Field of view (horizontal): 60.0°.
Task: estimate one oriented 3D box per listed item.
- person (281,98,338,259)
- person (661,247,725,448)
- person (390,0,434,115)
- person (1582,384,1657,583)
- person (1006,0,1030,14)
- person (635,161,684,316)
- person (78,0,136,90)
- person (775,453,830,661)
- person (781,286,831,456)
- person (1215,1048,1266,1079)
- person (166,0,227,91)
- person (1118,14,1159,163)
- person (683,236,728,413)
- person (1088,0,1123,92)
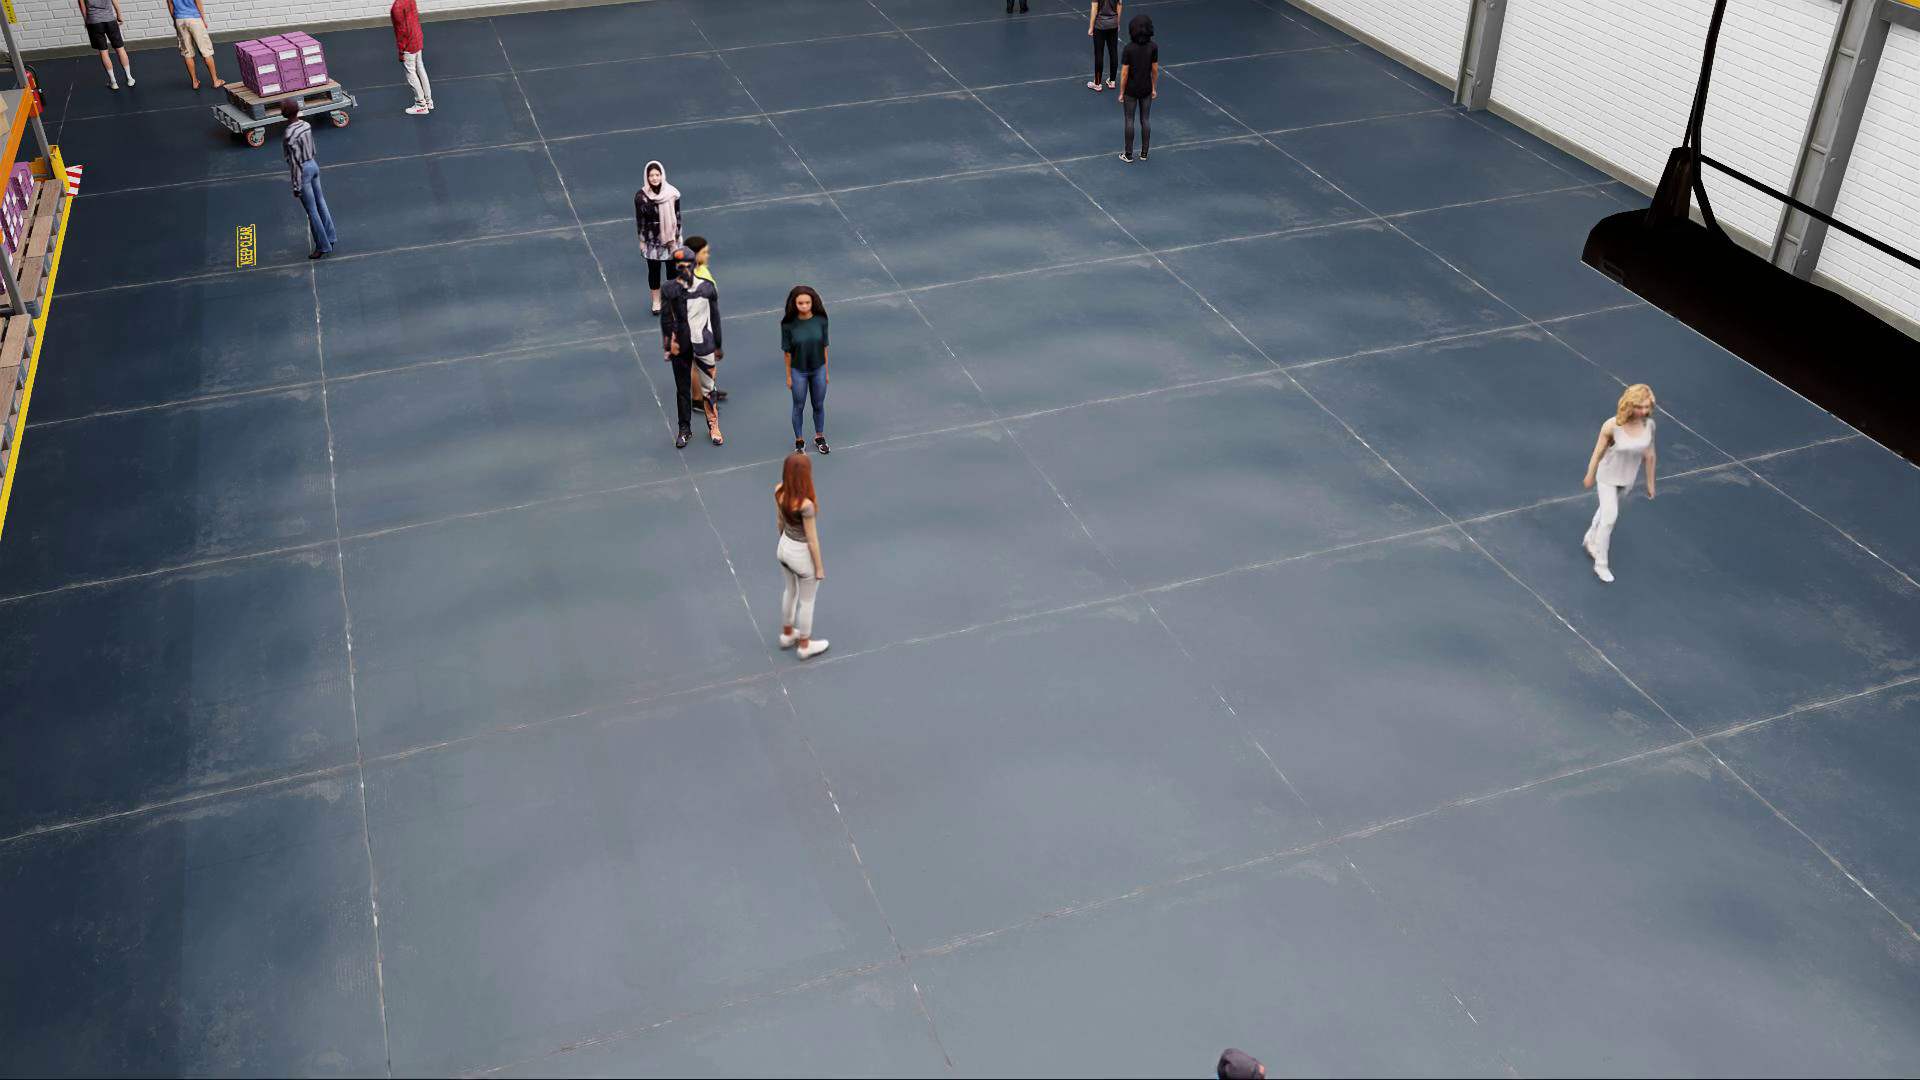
[{"bbox_3d":[-7.210,-4.000,18.361,0.756,1.796,0.615,3,34,4],"label":"person"},{"bbox_3d":[-2.386,-1.735,14.865,0.741,1.893,0.684,-3,34,-4],"label":"person"},{"bbox_3d":[-7.398,-6.674,22.364,0.814,1.819,0.695,7,34,10],"label":"person"},{"bbox_3d":[5.222,-0.555,13.316,0.660,1.644,0.877,-8,34,-12],"label":"person"},{"bbox_3d":[0.906,-9.266,26.276,0.755,1.805,0.712,3,34,5],"label":"person"},{"bbox_3d":[-3.096,-3.144,17.218,0.619,1.636,0.602,-12,35,-17],"label":"person"},{"bbox_3d":[-11.972,-7.254,23.189,0.709,1.871,0.629,-21,39,-28],"label":"person"},{"bbox_3d":[-1.199,0.123,12.231,0.716,1.716,0.577,-27,42,-34],"label":"person"},{"bbox_3d":[-1.359,-1.514,14.783,0.597,1.617,0.590,-10,35,-14],"label":"person"},{"bbox_3d":[1.210,3.014,7.810,0.750,1.794,0.621,4,34,6],"label":"person"},{"bbox_3d":[-10.749,-7.236,23.170,0.708,1.863,0.654,-4,34,-6],"label":"person"},{"bbox_3d":[2.227,-5.657,20.818,0.667,1.835,0.554,-7,34,-10],"label":"person"},{"bbox_3d":[-2.445,-2.023,15.467,0.751,1.707,0.648,8,34,12],"label":"person"},{"bbox_3d":[2.023,-7.163,23.150,0.652,1.763,0.544,-14,36,-20],"label":"person"}]
